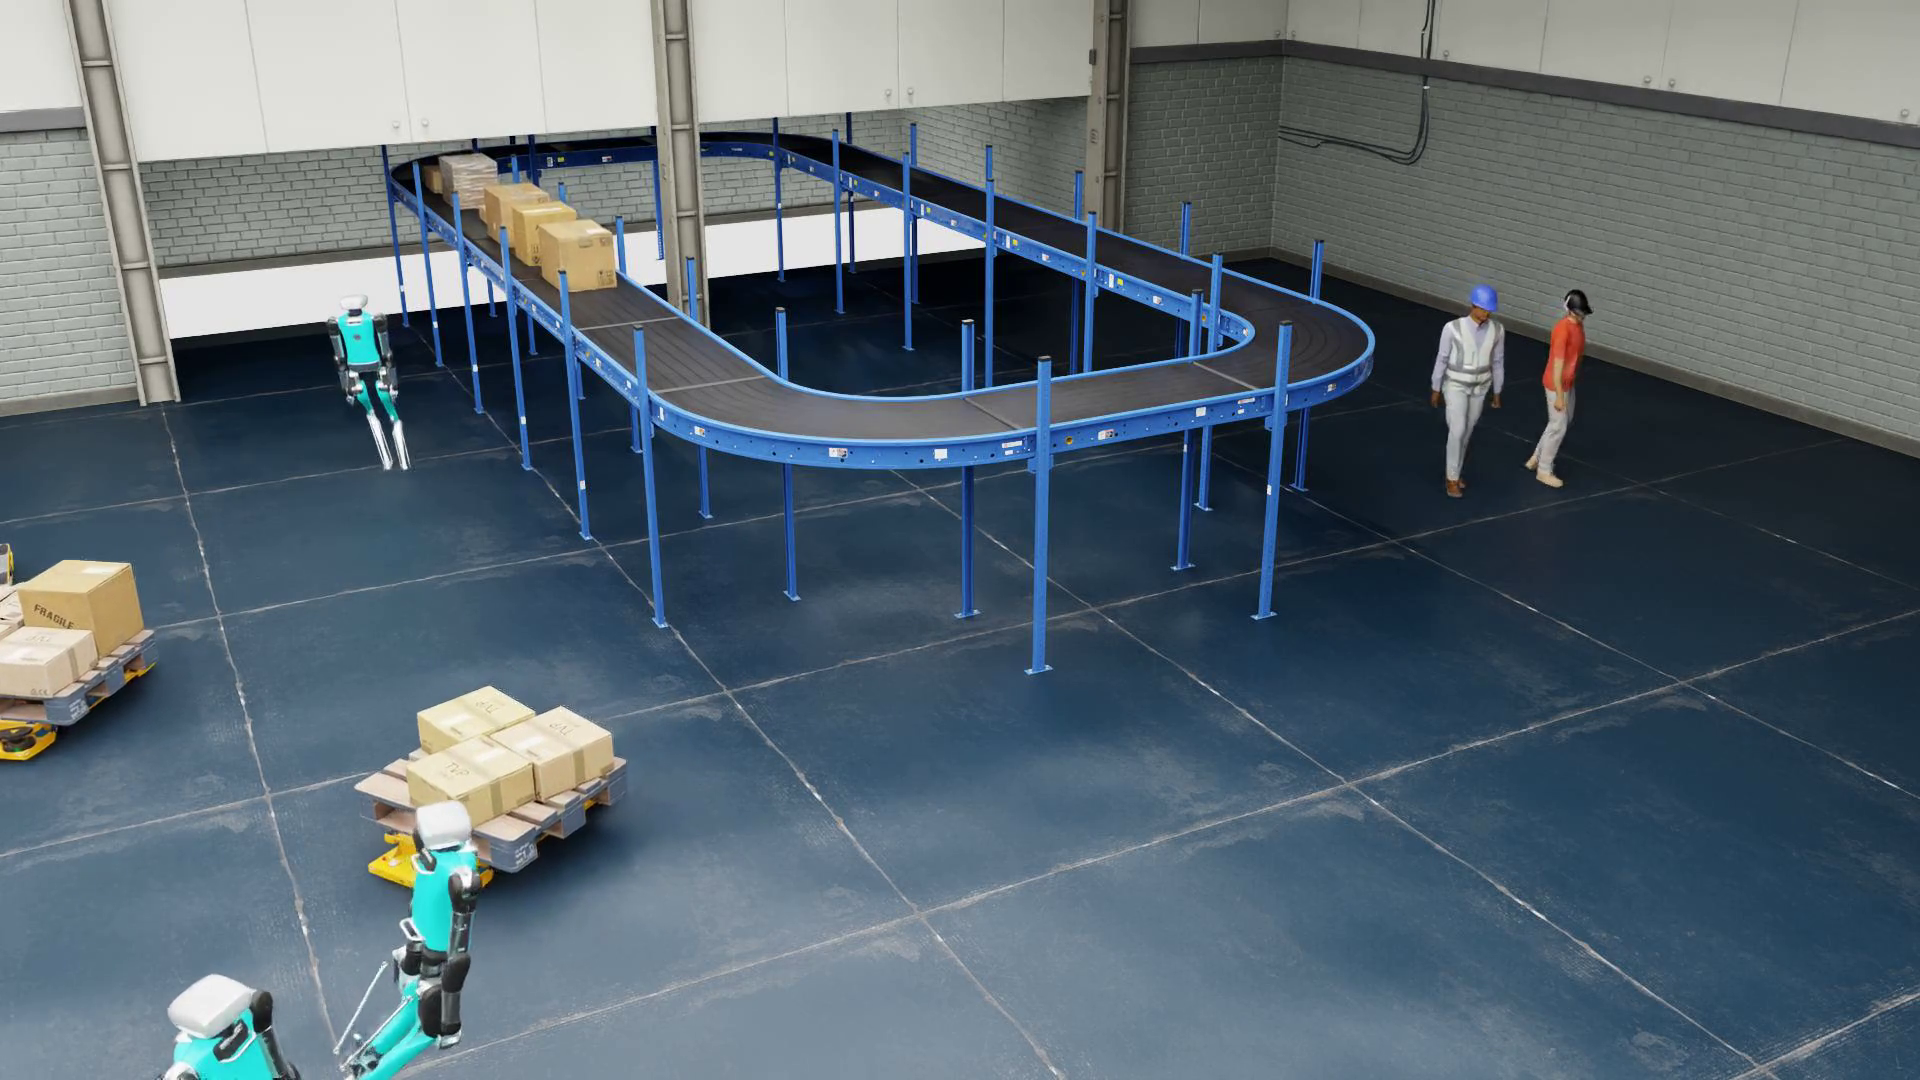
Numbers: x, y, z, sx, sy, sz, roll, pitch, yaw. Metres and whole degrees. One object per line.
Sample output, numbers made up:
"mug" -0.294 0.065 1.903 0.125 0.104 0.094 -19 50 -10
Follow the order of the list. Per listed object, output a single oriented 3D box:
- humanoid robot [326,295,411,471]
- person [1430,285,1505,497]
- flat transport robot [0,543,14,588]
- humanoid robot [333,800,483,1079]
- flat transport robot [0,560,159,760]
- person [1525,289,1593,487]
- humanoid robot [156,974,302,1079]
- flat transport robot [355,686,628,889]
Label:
"humanoid robot" -5.513 -1.464 15.601 0.550 1.812 0.761 -3 22 -8
"person" 4.608 -1.332 14.965 0.633 1.916 0.736 -4 22 -10
"flat transport robot" -7.754 0.374 12.950 0.659 0.231 1.431 -11 25 -26
"humanoid robot" -2.367 1.992 7.017 0.811 1.784 0.561 -16 27 -35
"flat transport robot" -6.219 1.058 11.261 0.659 0.231 1.431 3 22 7
"person" 5.510 -1.425 15.276 0.526 1.869 0.676 15 26 33
"humanoid robot" -2.358 2.378 6.073 1.026 1.733 0.586 5 23 13
"flat transport robot" -2.714 1.642 9.817 0.659 0.231 1.431 12 25 26
